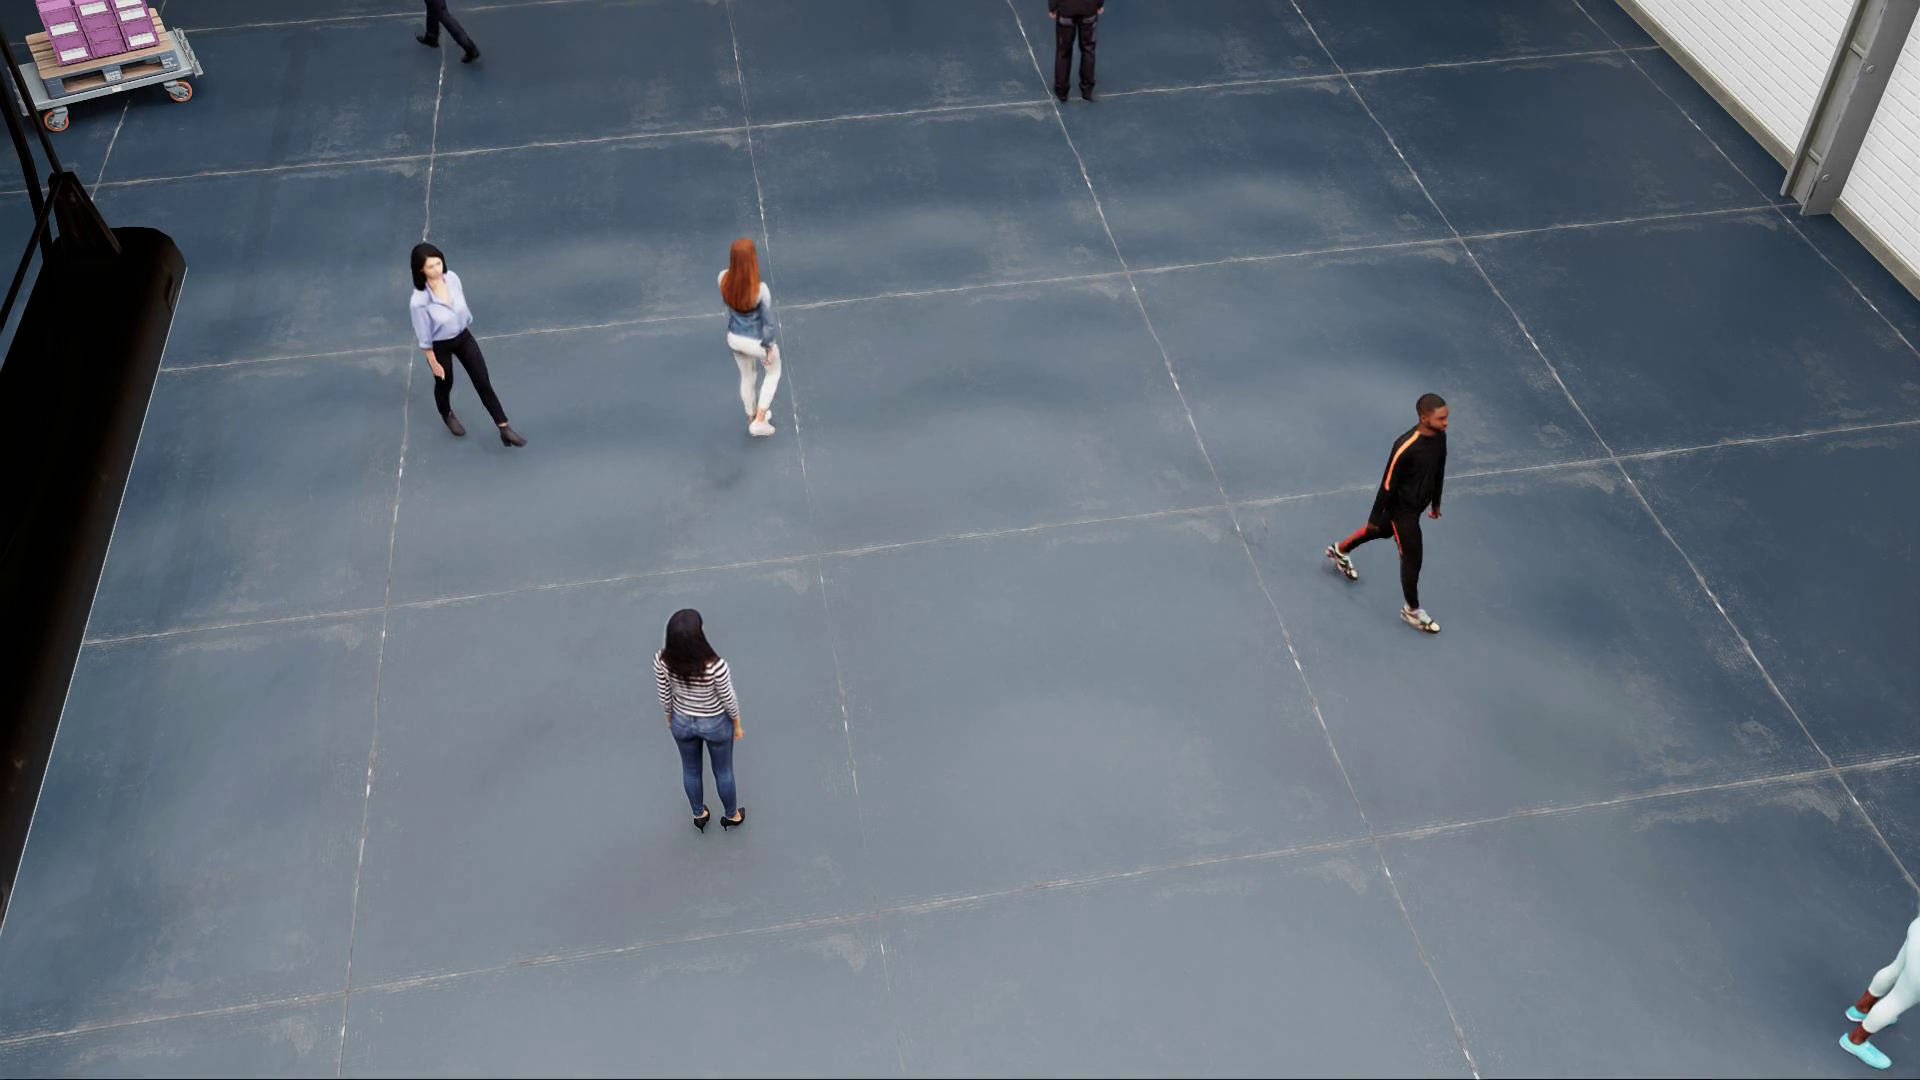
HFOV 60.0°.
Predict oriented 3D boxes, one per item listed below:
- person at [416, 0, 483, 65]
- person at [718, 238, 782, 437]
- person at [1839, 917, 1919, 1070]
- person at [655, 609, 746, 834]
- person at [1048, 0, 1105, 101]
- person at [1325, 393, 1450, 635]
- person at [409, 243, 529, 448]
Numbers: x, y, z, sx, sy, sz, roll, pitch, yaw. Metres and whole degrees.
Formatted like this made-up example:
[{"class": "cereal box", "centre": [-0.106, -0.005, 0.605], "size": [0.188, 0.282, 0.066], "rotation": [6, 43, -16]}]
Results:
[{"class": "person", "centre": [-5.142, -5.550, 16.340], "size": [1.274, 1.795, 1.263], "rotation": [21, 48, 21]}, {"class": "person", "centre": [-1.558, -1.399, 12.059], "size": [0.761, 1.691, 0.810], "rotation": [17, 46, 17]}, {"class": "person", "centre": [4.921, 2.065, 8.399], "size": [0.710, 1.722, 0.627], "rotation": [17, 46, 17]}, {"class": "person", "centre": [-1.461, 1.053, 9.408], "size": [0.629, 1.797, 0.580], "rotation": [5, 44, 6]}, {"class": "person", "centre": [1.115, -5.050, 15.783], "size": [0.747, 1.840, 0.633], "rotation": [-1, 44, -2]}, {"class": "person", "centre": [2.813, -0.264, 10.816], "size": [1.085, 1.760, 1.280], "rotation": [-34, 53, -30]}, {"class": "person", "centre": [-3.762, -1.417, 12.063], "size": [1.143, 1.711, 1.054], "rotation": [28, 50, 26]}]
